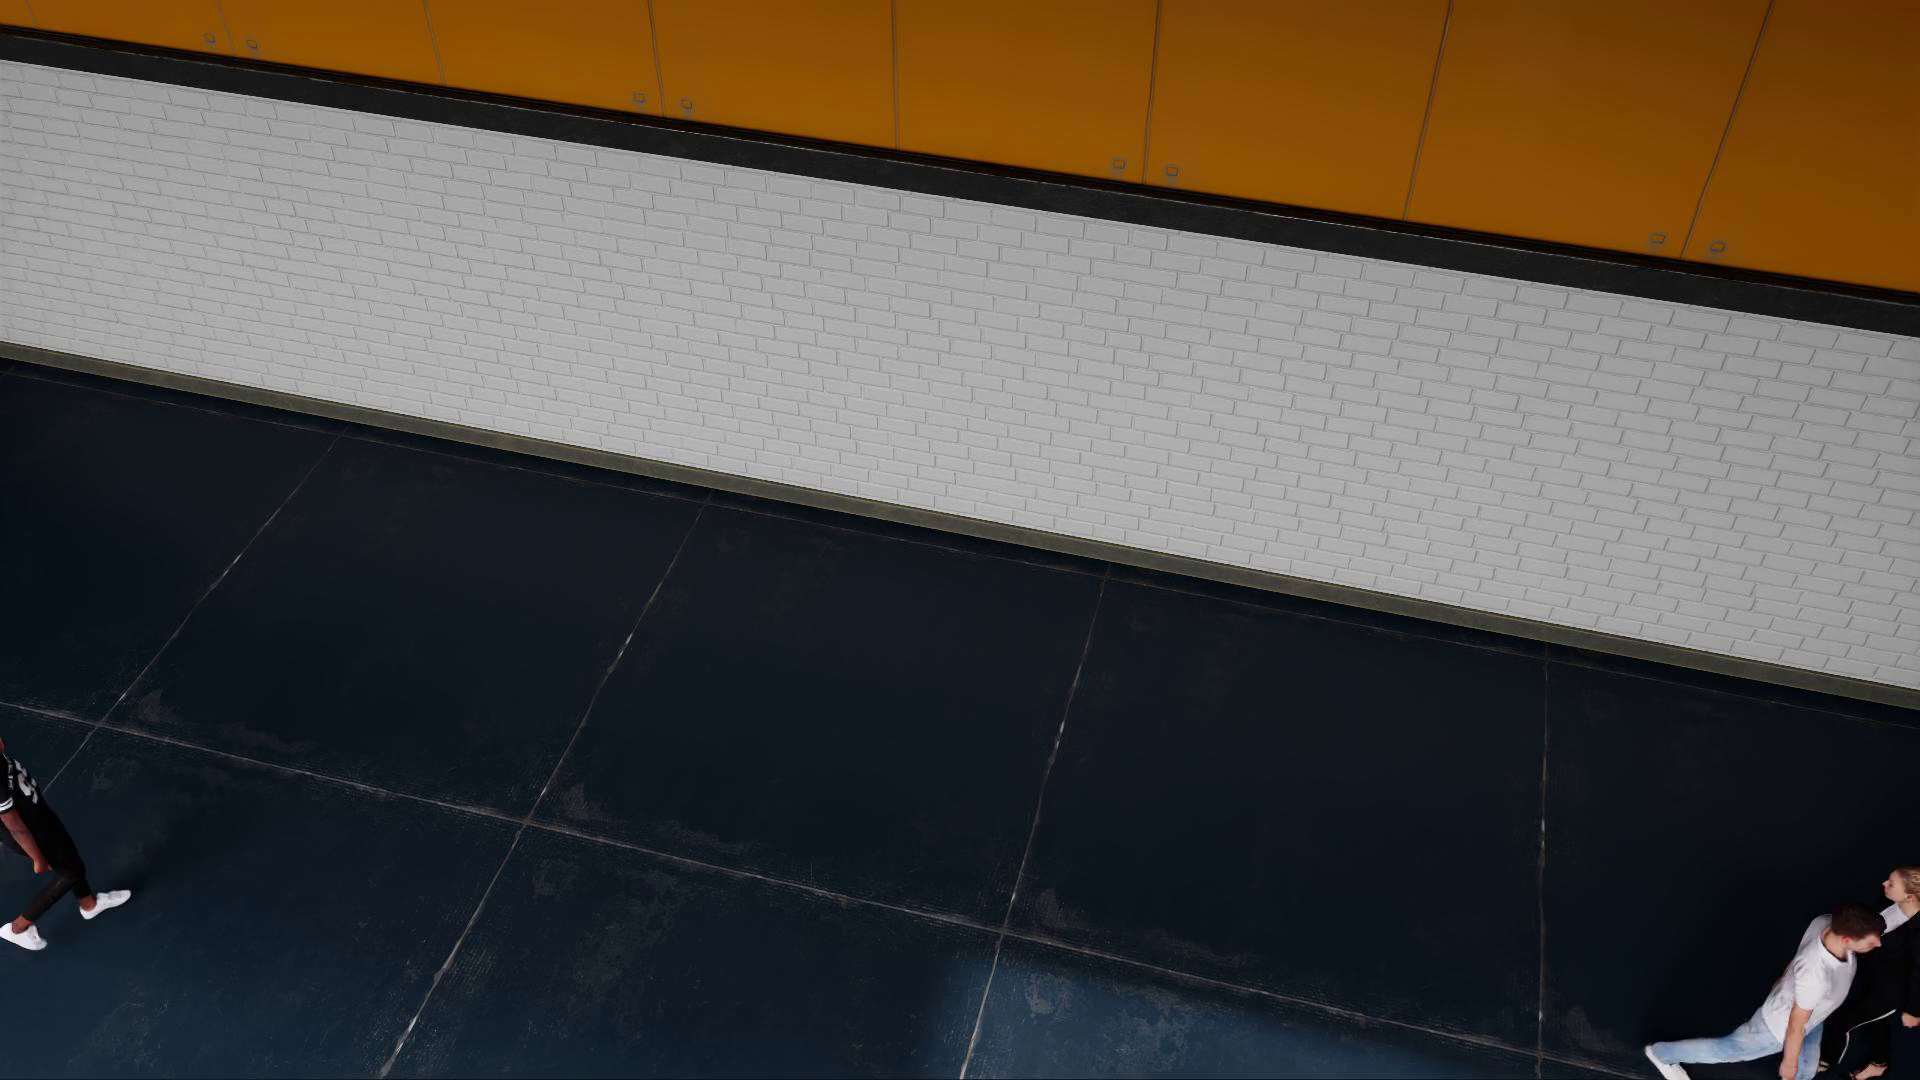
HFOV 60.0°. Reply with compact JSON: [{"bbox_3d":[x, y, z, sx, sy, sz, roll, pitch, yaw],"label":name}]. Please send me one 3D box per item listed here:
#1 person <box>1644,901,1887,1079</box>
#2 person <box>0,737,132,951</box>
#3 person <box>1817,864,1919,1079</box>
[{"bbox_3d":[3.983,2.317,8.213,1.066,1.806,1.250,28,50,26],"label":"person"},{"bbox_3d":[-5.111,1.615,9.014,0.994,1.718,0.899,-28,50,-26],"label":"person"},{"bbox_3d":[4.726,2.272,8.370,0.740,1.653,0.719,0,44,0],"label":"person"}]
